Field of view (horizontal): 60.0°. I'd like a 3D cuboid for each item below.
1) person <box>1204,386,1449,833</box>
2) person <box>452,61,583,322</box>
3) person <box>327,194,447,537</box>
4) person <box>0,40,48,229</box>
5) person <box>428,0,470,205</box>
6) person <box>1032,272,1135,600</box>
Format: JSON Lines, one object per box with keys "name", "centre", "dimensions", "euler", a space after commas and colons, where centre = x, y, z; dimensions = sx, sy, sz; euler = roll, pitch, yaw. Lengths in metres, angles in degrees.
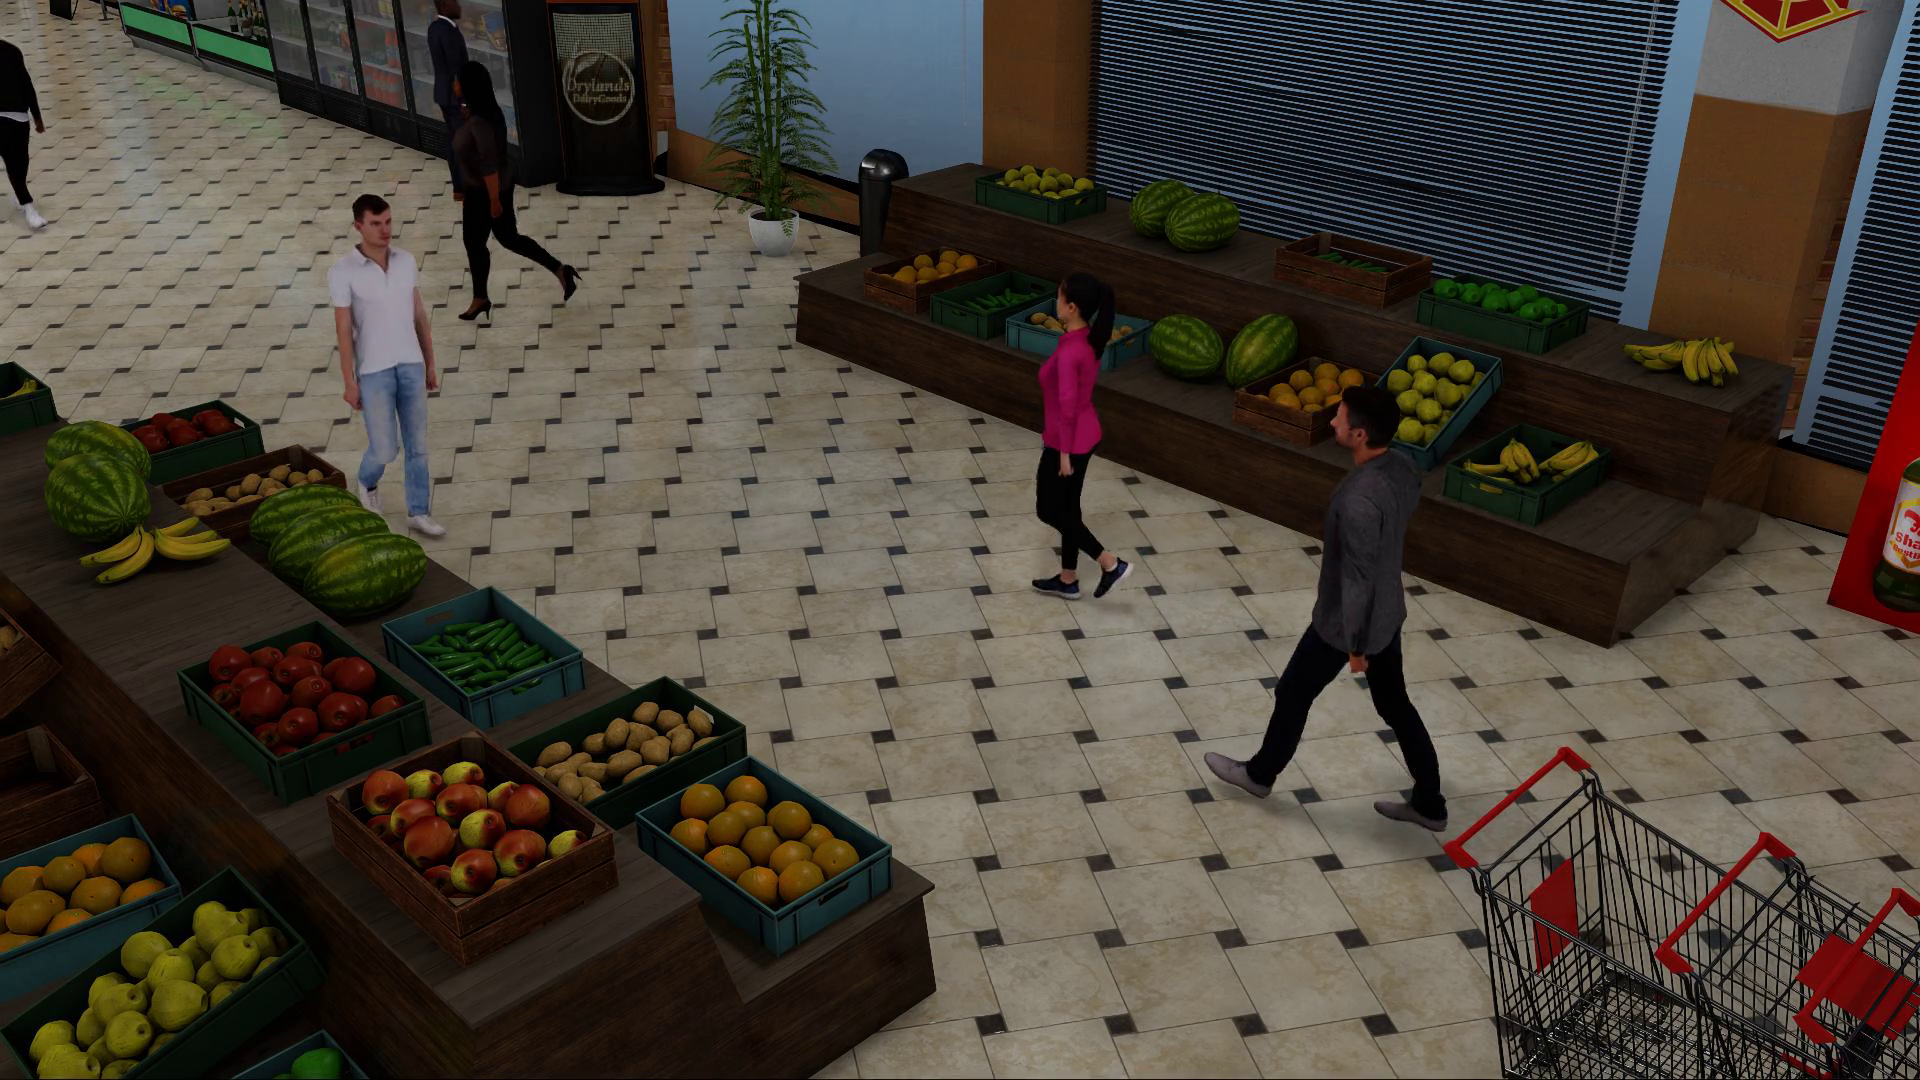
{"name": "person", "centre": [1.588, 0.326, 6.281], "dimensions": [1.220, 1.826, 0.754], "euler": [20, 33, 34]}
{"name": "person", "centre": [-3.200, -2.432, 11.730], "dimensions": [1.145, 1.817, 1.124], "euler": [-2, 27, -3]}
{"name": "person", "centre": [-3.028, -0.895, 8.672], "dimensions": [0.810, 1.841, 0.720], "euler": [20, 33, 34]}
{"name": "person", "centre": [-8.074, -3.577, 14.027], "dimensions": [0.681, 1.781, 1.176], "euler": [-24, 35, -38]}
{"name": "person", "centre": [-4.396, -3.847, 14.513], "dimensions": [0.816, 1.823, 0.648], "euler": [-14, 30, -25]}
{"name": "person", "centre": [0.611, -0.445, 7.957], "dimensions": [0.874, 1.685, 0.738], "euler": [11, 29, 21]}
